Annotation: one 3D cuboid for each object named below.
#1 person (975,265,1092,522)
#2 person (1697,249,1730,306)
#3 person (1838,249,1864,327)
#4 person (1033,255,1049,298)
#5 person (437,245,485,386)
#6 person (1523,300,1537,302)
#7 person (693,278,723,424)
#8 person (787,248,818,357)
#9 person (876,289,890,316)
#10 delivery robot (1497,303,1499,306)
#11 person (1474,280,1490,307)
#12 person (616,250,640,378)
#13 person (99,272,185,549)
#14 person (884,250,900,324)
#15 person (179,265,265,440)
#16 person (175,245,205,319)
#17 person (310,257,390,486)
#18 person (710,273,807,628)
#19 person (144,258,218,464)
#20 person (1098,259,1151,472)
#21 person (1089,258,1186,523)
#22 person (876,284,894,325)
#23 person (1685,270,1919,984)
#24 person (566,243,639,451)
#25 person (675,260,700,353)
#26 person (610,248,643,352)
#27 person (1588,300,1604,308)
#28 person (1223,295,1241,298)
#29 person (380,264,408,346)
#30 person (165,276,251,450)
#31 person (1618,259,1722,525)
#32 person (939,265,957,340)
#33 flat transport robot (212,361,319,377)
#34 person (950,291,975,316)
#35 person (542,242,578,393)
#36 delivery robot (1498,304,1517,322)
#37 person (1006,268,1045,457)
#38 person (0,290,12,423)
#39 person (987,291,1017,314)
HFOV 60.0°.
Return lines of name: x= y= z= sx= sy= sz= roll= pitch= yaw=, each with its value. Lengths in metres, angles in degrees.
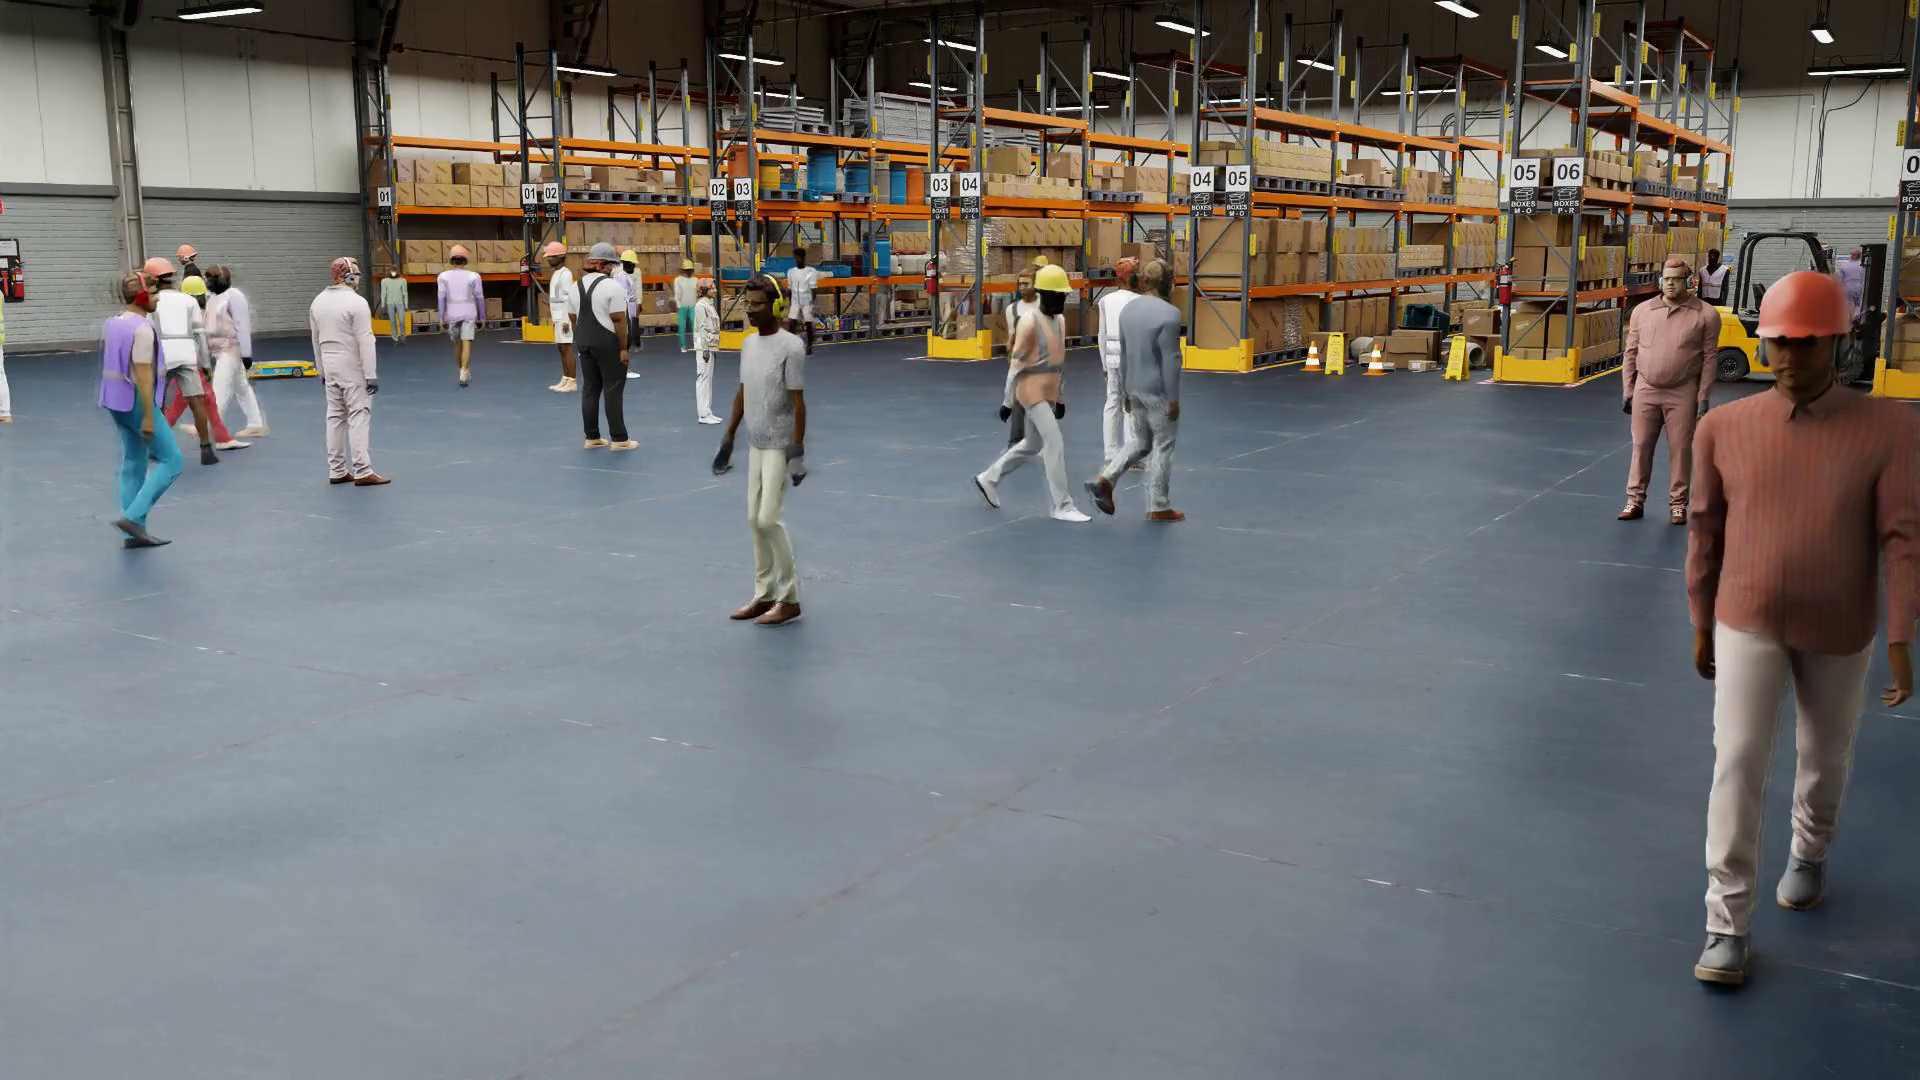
person: x=0.523 y=-1.088 z=12.265 sx=0.972 sy=1.881 sz=0.592 roll=5 pitch=11 yaw=27
person: x=14.334 y=-4.580 z=31.687 sx=0.374 sy=1.916 sz=0.595 roll=-8 pitch=13 yaw=-36
person: x=20.534 y=-5.736 z=38.220 sx=0.672 sy=1.894 sz=0.448 roll=6 pitch=12 yaw=30
person: x=1.336 y=-4.042 z=28.981 sx=0.519 sy=1.816 sz=0.596 roll=-7 pitch=12 yaw=-35
person: x=-7.109 y=-3.187 z=23.705 sx=0.619 sy=2.003 sz=1.066 roll=-1 pitch=10 yaw=-7
person: x=13.828 y=-6.099 z=40.308 sx=0.606 sy=1.885 sz=0.682 roll=0 pitch=10 yaw=2
person: x=-2.848 y=-2.126 z=18.722 sx=0.309 sy=1.641 sz=0.512 roll=0 pitch=10 yaw=-1
person: x=-2.843 y=-4.193 z=29.480 sx=0.610 sy=1.935 sz=0.852 roll=3 pitch=11 yaw=17
person: x=-1.983 y=-6.393 z=41.871 sx=0.567 sy=1.910 sz=0.585 roll=5 pitch=11 yaw=24
delivery robot: x=13.262 y=-5.595 z=40.929 sx=0.477 sy=0.478 sz=0.707 roll=0 pitch=10 yaw=-2
person: x=13.415 y=-6.487 z=42.446 sx=0.829 sy=1.907 sz=0.544 roll=2 pitch=10 yaw=12
person: x=-4.994 y=-3.396 z=25.052 sx=0.383 sy=1.916 sz=0.594 roll=-2 pitch=10 yaw=-11
person: x=-5.420 y=-0.843 z=10.993 sx=0.580 sy=1.829 sz=0.444 roll=9 pitch=13 yaw=40
person: x=-1.781 y=-6.385 z=41.927 sx=0.515 sy=1.873 sz=0.329 roll=6 pitch=12 yaw=31
person: x=-7.638 y=-1.915 z=17.099 sx=0.943 sy=1.794 sz=0.659 roll=-10 pitch=14 yaw=-43
person: x=-12.467 y=-3.783 z=27.007 sx=0.395 sy=1.993 sz=0.616 roll=-3 pitch=11 yaw=-17
person: x=-5.107 y=-1.406 z=13.940 sx=0.645 sy=1.907 sz=0.400 roll=6 pitch=12 yaw=30
person: x=-1.062 y=-0.478 z=8.880 sx=0.409 sy=1.861 sz=0.537 roll=-8 pitch=13 yaw=-39
person: x=-7.260 y=-1.642 z=15.313 sx=0.652 sy=1.877 sz=0.885 roll=-9 pitch=14 yaw=-42
person: x=1.477 y=-1.549 z=14.808 sx=0.355 sy=1.883 sz=0.573 roll=-8 pitch=13 yaw=-39
person: x=1.316 y=-1.059 z=11.969 sx=0.646 sy=1.920 sz=0.639 roll=-6 pitch=12 yaw=-29
person: x=-1.792 y=-5.756 z=39.093 sx=0.534 sy=1.616 sz=0.474 roll=7 pitch=12 yaw=34
person: x=2.398 y=0.211 z=4.766 sx=0.611 sy=1.959 sz=0.994 roll=6 pitch=12 yaw=30
person: x=-3.481 y=-1.905 z=16.359 sx=0.673 sy=2.000 sz=0.536 roll=6 pitch=12 yaw=32
person: x=-4.980 y=-4.274 z=30.554 sx=0.523 sy=1.714 sz=0.936 roll=-4 pitch=11 yaw=-24
person: x=-6.119 y=-4.378 z=30.521 sx=0.637 sy=1.936 sz=1.067 roll=1 pitch=10 yaw=3
person: x=15.221 y=-5.872 z=39.714 sx=0.515 sy=1.636 sz=0.314 roll=1 pitch=10 yaw=8
person: x=5.544 y=-4.922 z=33.799 sx=0.360 sy=1.858 sz=0.534 roll=-9 pitch=14 yaw=-42
person: x=-11.178 y=-4.632 z=32.880 sx=0.514 sy=1.602 sz=0.778 roll=-3 pitch=11 yaw=-16
person: x=-7.390 y=-1.673 z=15.981 sx=0.895 sy=1.712 sz=0.543 roll=-6 pitch=12 yaw=-29
person: x=5.115 y=-1.068 z=12.045 sx=0.642 sy=1.909 sz=0.410 roll=7 pitch=12 yaw=33
person: x=-0.280 y=-4.739 z=33.494 sx=0.518 sy=1.594 sz=0.846 roll=5 pitch=11 yaw=26
flat transport robot: x=-10.426 y=-2.569 z=25.032 sx=1.431 sy=0.197 sz=0.652 roll=-10 pitch=14 yaw=-43
person: x=0.031 y=-4.683 z=32.740 sx=0.560 sy=1.738 sz=0.596 roll=7 pitch=12 yaw=33
person: x=-5.430 y=-3.012 z=22.558 sx=0.396 sy=2.038 sz=0.614 roll=-5 pitch=11 yaw=-26
delivery robot: x=13.108 y=-5.489 z=40.334 sx=0.707 sy=0.478 sz=0.477 roll=-1 pitch=10 yaw=-9
person: x=0.674 y=-1.626 z=15.489 sx=0.514 sy=1.804 sz=0.946 roll=3 pitch=11 yaw=17
person: x=-10.896 y=-2.189 z=18.547 sx=0.430 sy=1.836 sz=0.628 roll=0 pitch=10 yaw=1
person: x=0.831 y=-4.810 z=32.966 sx=0.629 sy=1.930 sz=0.377 roll=0 pitch=10 yaw=0
